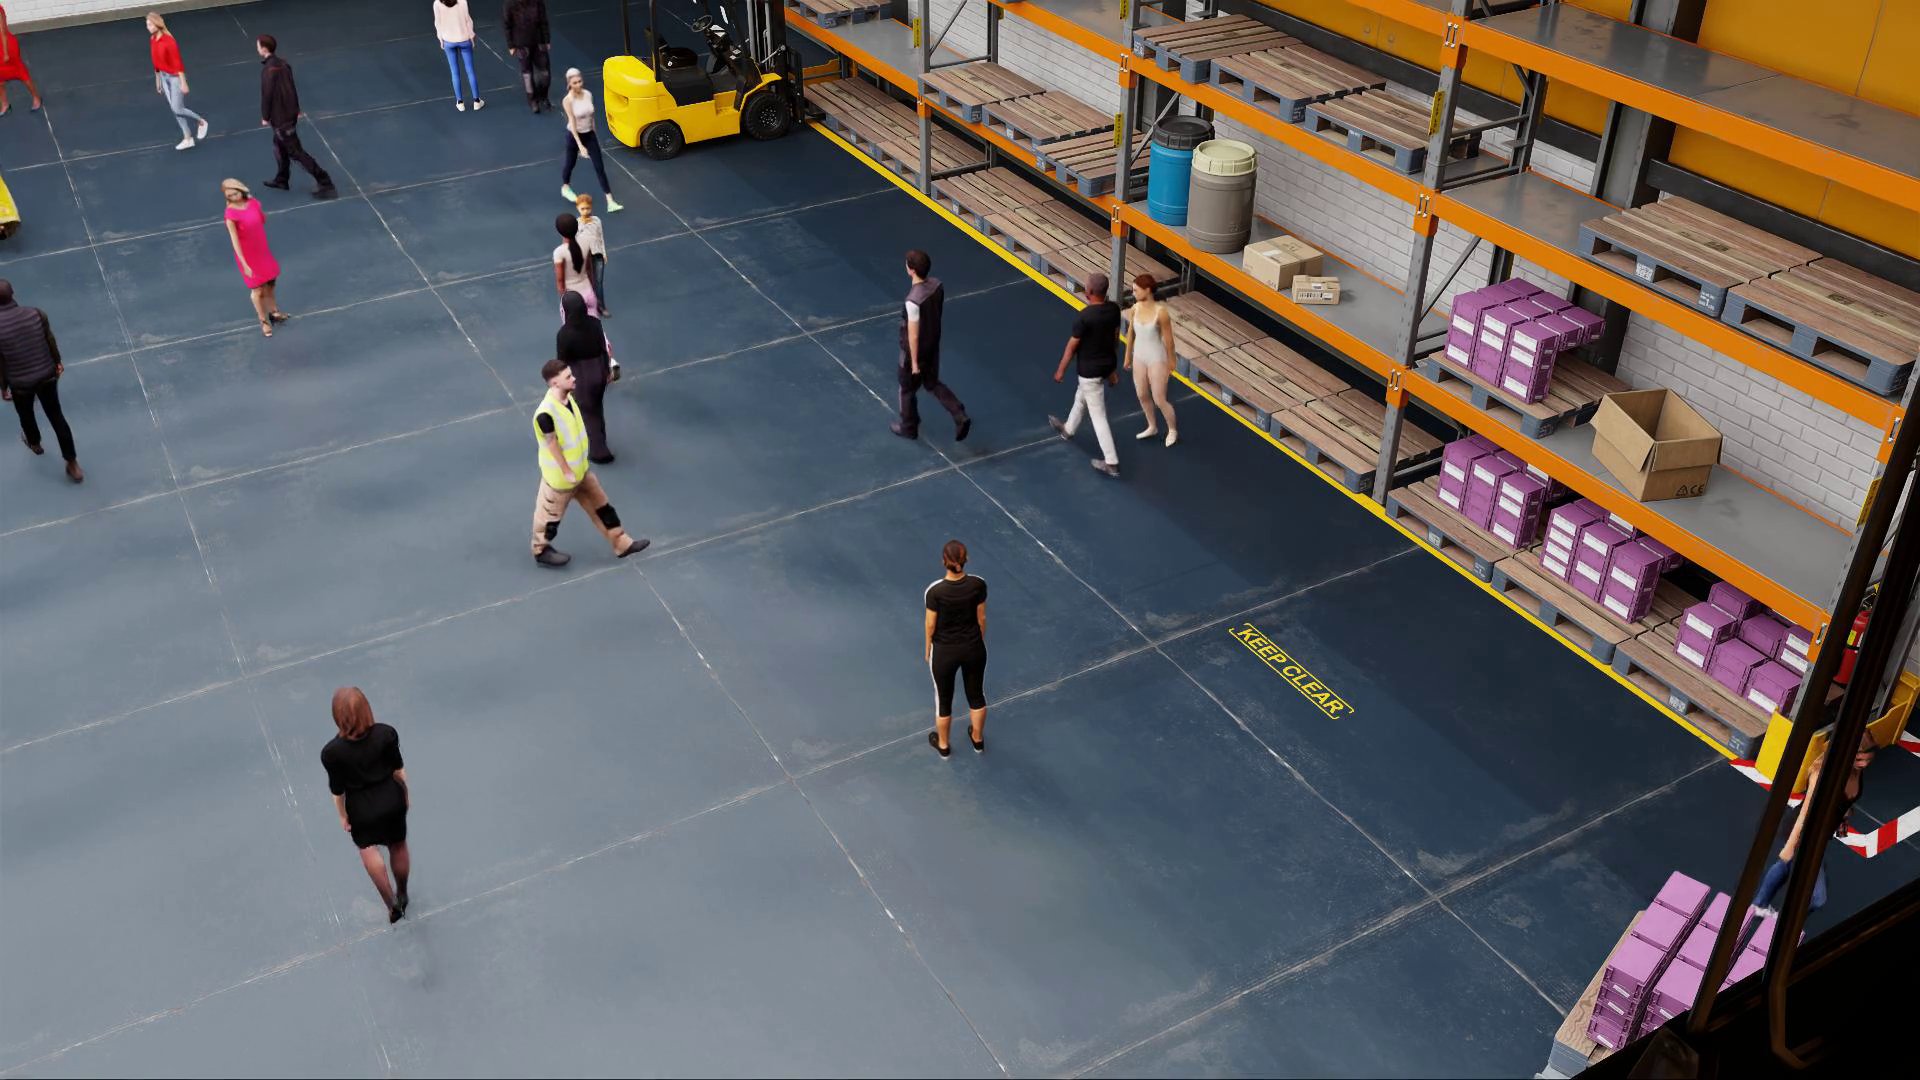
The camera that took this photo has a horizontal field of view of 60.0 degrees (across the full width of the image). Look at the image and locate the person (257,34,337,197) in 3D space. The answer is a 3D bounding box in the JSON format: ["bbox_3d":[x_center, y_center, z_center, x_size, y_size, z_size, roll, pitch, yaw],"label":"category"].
[{"bbox_3d":[-7.802,-4.893,19.357,1.175,1.872,1.242,1,34,2],"label":"person"}]

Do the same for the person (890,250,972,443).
[{"bbox_3d":[-0.252,-1.650,14.518,1.141,1.828,0.951,19,38,27],"label":"person"}]

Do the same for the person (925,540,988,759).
[{"bbox_3d":[-0.016,0.727,11.088,0.622,1.666,0.582,-9,35,-13],"label":"person"}]

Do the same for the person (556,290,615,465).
[{"bbox_3d":[-3.183,-1.380,14.311,0.741,1.607,0.878,-29,43,-36],"label":"person"}]

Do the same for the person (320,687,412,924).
[{"bbox_3d":[-3.388,1.609,9.734,0.577,1.696,0.681,-18,38,-25],"label":"person"}]

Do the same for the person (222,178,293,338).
[{"bbox_3d":[-6.960,-2.815,16.395,0.832,1.689,0.825,7,34,11],"label":"person"}]

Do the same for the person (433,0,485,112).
[{"bbox_3d":[-6.640,-6.564,21.963,0.712,1.769,0.681,-5,34,-7],"label":"person"}]

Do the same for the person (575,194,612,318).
[{"bbox_3d":[-3.734,-2.870,16.817,0.465,1.314,0.450,-18,38,-25],"label":"person"}]

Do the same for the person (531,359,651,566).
[{"bbox_3d":[-3.128,-0.551,12.892,1.201,1.796,1.187,6,34,8],"label":"person"}]

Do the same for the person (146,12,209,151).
[{"bbox_3d":[-9.792,-5.758,20.820,0.787,1.692,0.841,18,38,25],"label":"person"}]

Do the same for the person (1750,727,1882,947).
[{"bbox_3d":[4.856,1.670,9.645,0.758,1.692,0.722,29,43,36],"label":"person"}]

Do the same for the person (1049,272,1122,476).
[{"bbox_3d":[1.193,-1.371,14.172,0.860,1.747,1.278,-28,43,-35],"label":"person"}]

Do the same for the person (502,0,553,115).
[{"bbox_3d":[-5.681,-6.558,21.901,0.761,1.829,0.669,-14,36,-20],"label":"person"}]

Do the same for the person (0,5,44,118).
[{"bbox_3d":[-12.459,-6.464,21.857,0.934,1.720,0.934,16,37,23],"label":"person"}]

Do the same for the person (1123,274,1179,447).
[{"bbox_3d":[1.724,-1.579,14.606,0.640,1.611,0.791,15,37,22],"label":"person"}]

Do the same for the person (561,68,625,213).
[{"bbox_3d":[-4.426,-4.580,19.092,1.320,1.643,0.905,24,40,31],"label":"person"}]

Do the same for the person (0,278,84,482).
[{"bbox_3d":[-7.800,-1.315,14.049,0.879,1.789,1.207,-27,42,-35],"label":"person"}]

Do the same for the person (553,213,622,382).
[{"bbox_3d":[-3.495,-2.213,15.456,1.041,1.726,0.744,28,43,35],"label":"person"}]
